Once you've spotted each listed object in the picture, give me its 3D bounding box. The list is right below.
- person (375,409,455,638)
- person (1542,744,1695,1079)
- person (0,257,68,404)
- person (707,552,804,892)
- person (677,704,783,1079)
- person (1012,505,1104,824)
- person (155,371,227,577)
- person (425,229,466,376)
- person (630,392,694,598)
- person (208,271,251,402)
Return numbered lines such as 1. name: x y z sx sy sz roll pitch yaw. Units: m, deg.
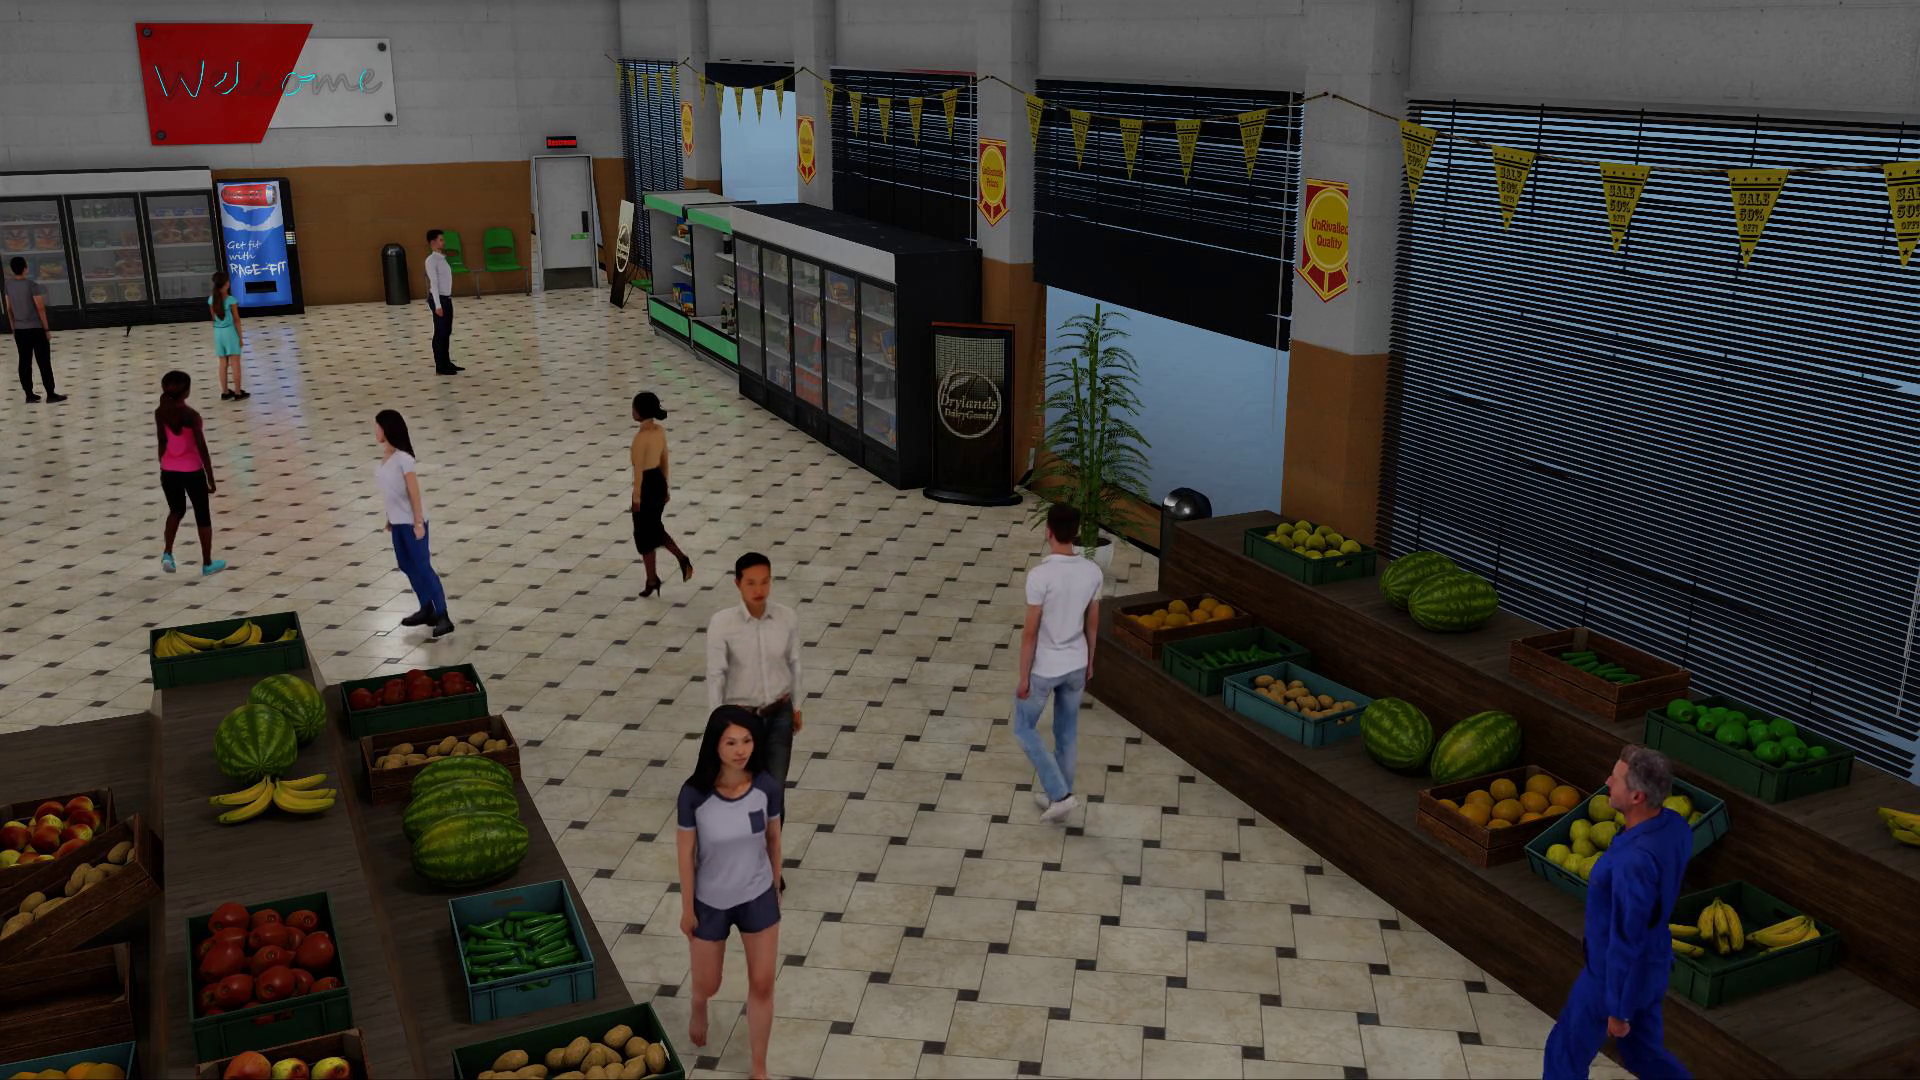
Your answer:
1. person: -3.981 -0.098 12.164 0.640 1.642 0.946 13 21 36
2. person: 2.560 1.642 6.168 1.230 1.796 0.997 15 22 40
3. person: -11.169 -2.525 19.963 0.715 1.754 0.730 2 17 7
4. person: -1.070 0.900 8.621 0.649 1.790 0.898 -8 18 -23
5. person: -0.966 1.462 6.933 0.629 1.696 0.889 -7 18 -22
6. person: 0.573 0.730 9.090 0.728 1.842 0.804 -10 20 -31
7. person: -6.287 -0.508 13.384 0.845 1.716 0.945 3 17 8
8. person: -6.788 -3.119 21.720 0.775 1.869 0.670 1 17 3
9. person: -2.340 -0.330 12.924 0.850 1.645 0.797 5 18 16
10. person: -8.882 -2.473 20.130 0.631 1.557 0.666 3 17 10
